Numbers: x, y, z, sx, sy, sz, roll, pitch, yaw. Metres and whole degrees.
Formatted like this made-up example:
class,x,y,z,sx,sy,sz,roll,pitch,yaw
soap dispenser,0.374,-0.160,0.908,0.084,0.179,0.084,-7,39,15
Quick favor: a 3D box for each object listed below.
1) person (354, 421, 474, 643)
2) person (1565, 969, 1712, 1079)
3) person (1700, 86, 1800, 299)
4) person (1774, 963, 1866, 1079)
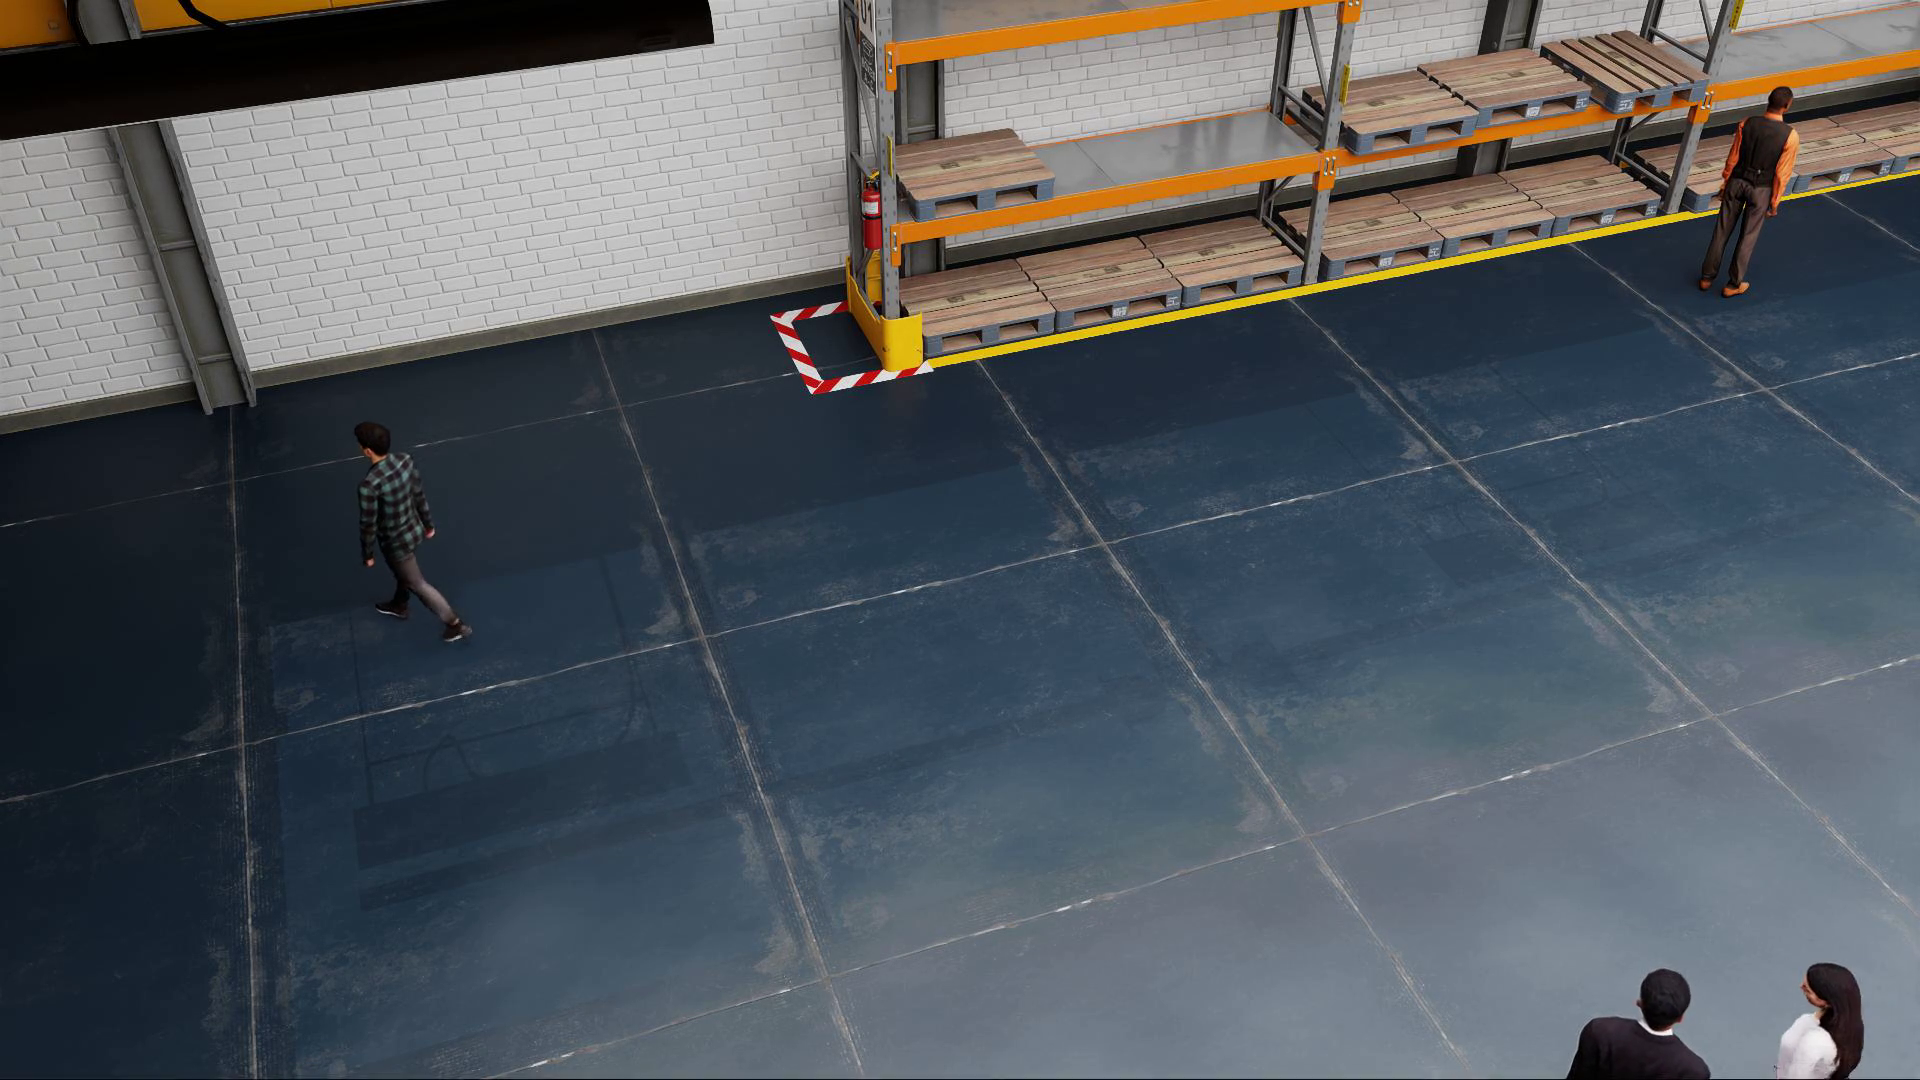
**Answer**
class,x,y,z,sx,sy,sz,roll,pitch,yaw
person,-3.630,-0.015,10.943,1.185,1.691,1.117,14,41,16
person,2.957,2.599,7.480,0.753,1.882,0.798,18,42,22
person,6.890,-3.044,14.526,0.799,1.906,0.796,29,47,31
person,3.874,2.652,7.523,1.131,1.746,0.855,-24,45,-27
